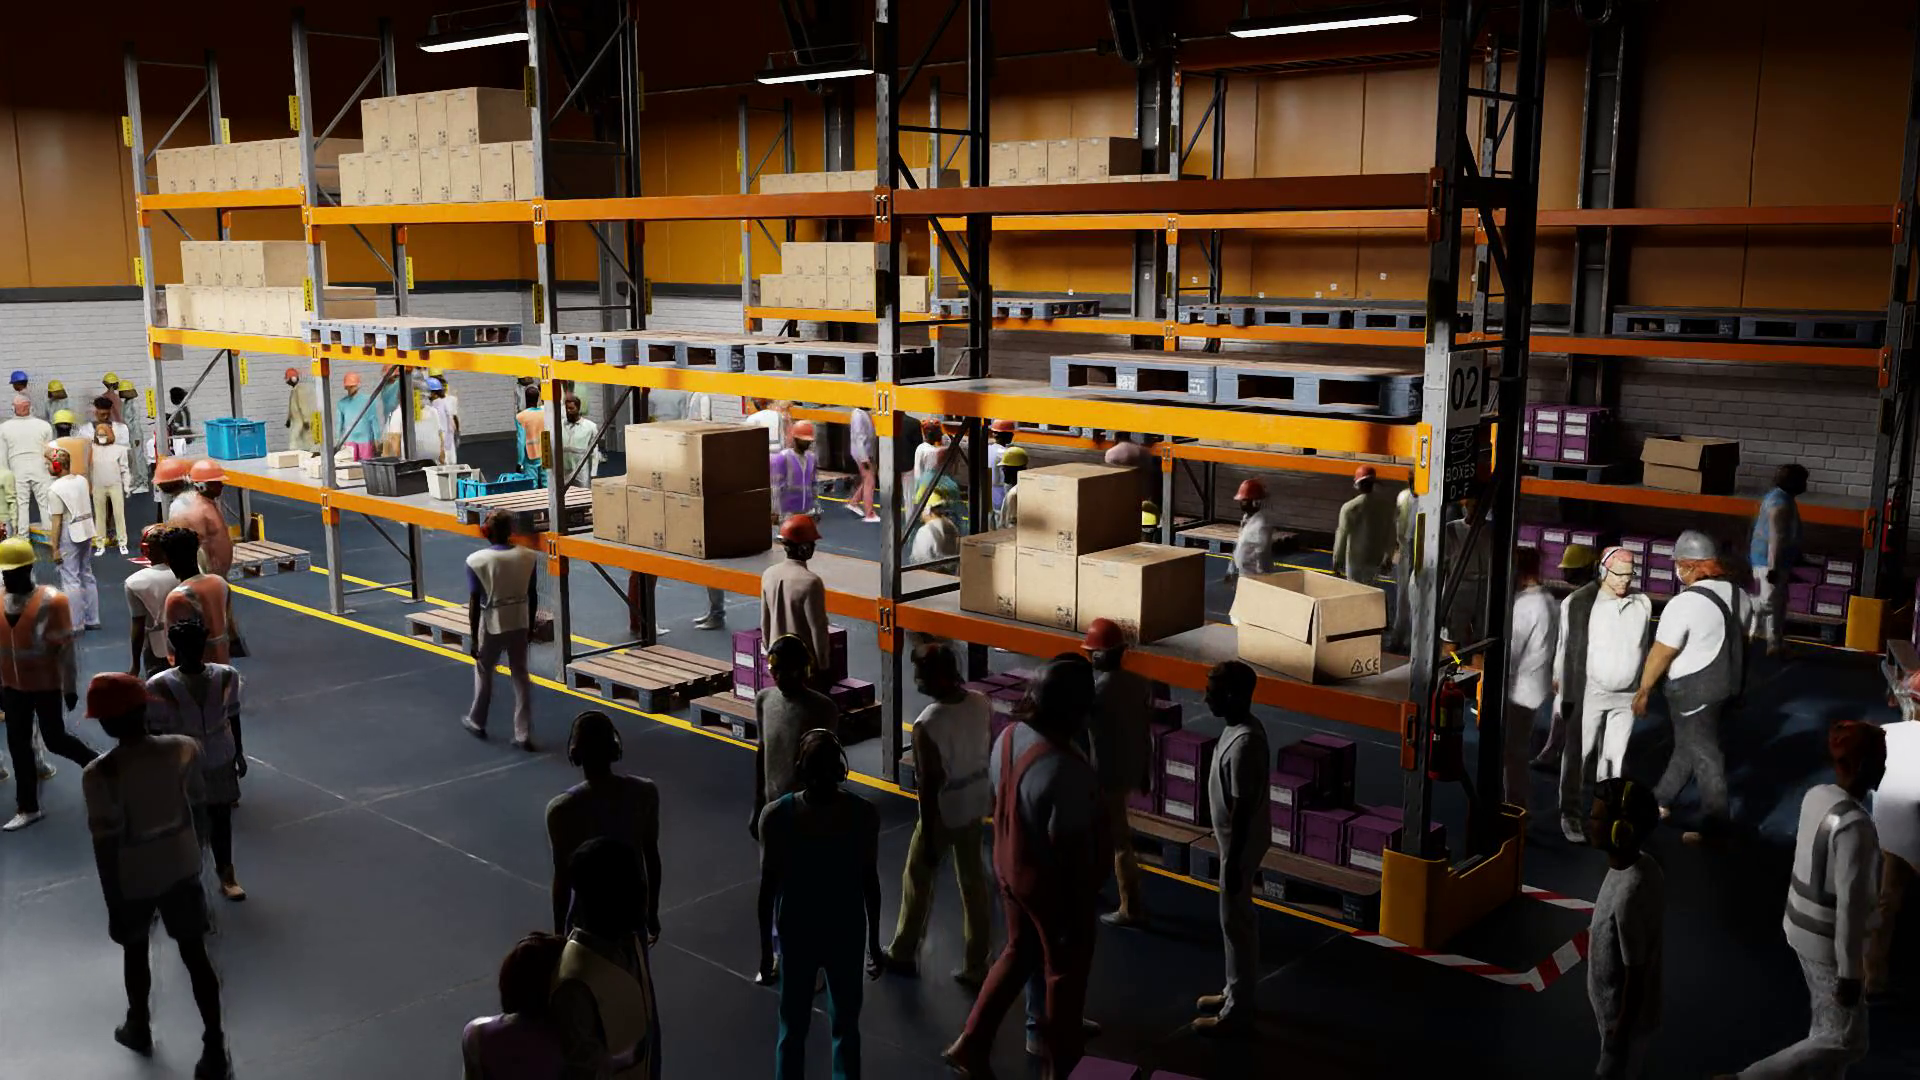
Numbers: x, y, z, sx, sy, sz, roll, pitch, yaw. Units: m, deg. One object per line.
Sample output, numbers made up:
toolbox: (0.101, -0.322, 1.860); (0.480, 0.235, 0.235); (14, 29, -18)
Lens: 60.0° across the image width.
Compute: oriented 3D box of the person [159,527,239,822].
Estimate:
person: (-5.021, 0.879, 10.949); (0.379, 1.959, 0.603); (1, 10, 4)

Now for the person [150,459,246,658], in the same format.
person: (-7.007, 0.186, 15.082); (0.918, 1.879, 0.567); (-3, 10, -16)

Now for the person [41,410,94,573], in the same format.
person: (-10.284, -0.549, 19.177); (0.537, 1.905, 0.608); (8, 13, 38)

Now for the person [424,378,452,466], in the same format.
person: (-7.335, -1.307, 23.342); (0.405, 1.945, 0.615); (-4, 11, -24)

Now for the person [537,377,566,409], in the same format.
person: (-6.716, -1.999, 27.670); (0.407, 1.802, 0.746); (7, 12, 34)

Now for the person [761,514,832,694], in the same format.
person: (-1.082, 0.813, 11.221); (0.608, 1.996, 0.382); (10, 14, 43)

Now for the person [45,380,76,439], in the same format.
person: (-13.820, -1.590, 25.550); (0.485, 1.737, 0.324); (2, 10, 9)

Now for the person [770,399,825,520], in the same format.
person: (-2.419, -1.180, 22.895); (1.008, 1.858, 0.646); (1, 10, 7)

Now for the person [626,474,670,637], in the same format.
person: (-3.051, 0.000, 16.085); (0.414, 1.906, 0.597); (-8, 13, -40)

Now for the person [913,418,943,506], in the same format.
person: (-0.343, -0.422, 18.527); (0.358, 1.882, 0.574); (-2, 10, -14)

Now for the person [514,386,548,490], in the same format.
person: (-5.648, -1.087, 22.187); (0.371, 1.916, 0.597); (9, 13, 41)

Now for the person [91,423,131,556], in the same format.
person: (-10.424, -0.620, 20.348); (0.498, 1.633, 0.279); (-4, 11, -22)

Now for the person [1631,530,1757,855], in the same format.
person: (4.603, 0.906, 10.571); (0.713, 2.000, 0.974); (-6, 12, -31)

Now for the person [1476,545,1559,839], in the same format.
person: (3.517, 0.972, 10.612); (0.480, 1.895, 0.670); (6, 12, 30)

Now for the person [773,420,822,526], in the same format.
person: (-1.759, -0.347, 18.046); (0.582, 1.914, 0.565); (-10, 14, -43)

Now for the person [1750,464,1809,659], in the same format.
person: (7.393, 0.191, 15.248); (0.633, 1.819, 0.641); (5, 11, 27)

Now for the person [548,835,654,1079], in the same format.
person: (-1.149, 1.881, 5.396); (0.392, 1.922, 0.590); (0, 10, -1)

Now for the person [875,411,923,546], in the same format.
person: (-0.756, -0.921, 21.027); (0.614, 1.993, 0.395); (2, 10, 12)

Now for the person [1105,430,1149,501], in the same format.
person: (1.869, -0.386, 18.224); (0.655, 1.917, 0.601); (-9, 13, -40)

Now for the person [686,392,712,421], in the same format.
person: (-3.926, -1.582, 24.961); (0.418, 1.933, 0.616); (-6, 12, -30)

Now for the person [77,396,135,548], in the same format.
person: (-10.861, -0.882, 21.075); (0.873, 1.922, 0.608); (10, 14, 43)

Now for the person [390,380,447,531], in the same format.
person: (-7.157, -1.134, 22.101); (0.553, 2.000, 0.694); (9, 13, 40)

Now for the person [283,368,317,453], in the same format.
person: (-11.265, -2.034, 28.092); (0.850, 1.709, 0.588); (-6, 12, -29)

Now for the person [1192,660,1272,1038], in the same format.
person: (1.316, 1.467, 7.972); (0.351, 1.838, 0.504); (2, 10, 10)

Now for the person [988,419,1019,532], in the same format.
person: (0.458, -0.413, 18.319); (0.377, 1.936, 0.549); (-5, 11, -27)

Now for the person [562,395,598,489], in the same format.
person: (-4.833, -0.868, 20.945); (0.587, 1.920, 0.391); (2, 10, 11)

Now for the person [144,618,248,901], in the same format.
person: (-4.343, 1.269, 9.488); (0.540, 1.695, 0.317); (-9, 13, -41)

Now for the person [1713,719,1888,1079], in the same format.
person: (3.511, 1.654, 6.839); (0.574, 1.864, 0.615); (3, 10, 14)

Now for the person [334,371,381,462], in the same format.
person: (-8.722, -1.462, 24.106); (0.636, 1.980, 0.477); (1, 10, 6)

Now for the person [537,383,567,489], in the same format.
person: (-5.577, -1.177, 22.595); (0.603, 1.957, 0.385); (-5, 11, -24)

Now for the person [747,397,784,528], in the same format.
person: (-2.583, -1.069, 22.199); (0.615, 1.878, 0.381); (-8, 13, -39)

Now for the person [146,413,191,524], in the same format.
person: (-9.946, -0.757, 20.942); (0.318, 1.697, 0.534); (5, 11, 28)

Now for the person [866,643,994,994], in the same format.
person: (-0.147, 1.388, 8.492); (0.793, 1.812, 0.573); (9, 14, 42)

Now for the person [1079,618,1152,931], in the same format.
person: (0.762, 1.285, 9.290); (0.742, 1.720, 0.584); (8, 13, 37)

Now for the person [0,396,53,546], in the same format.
person: (-11.700, -0.855, 20.904); (0.641, 1.909, 0.409); (-6, 12, -30)
